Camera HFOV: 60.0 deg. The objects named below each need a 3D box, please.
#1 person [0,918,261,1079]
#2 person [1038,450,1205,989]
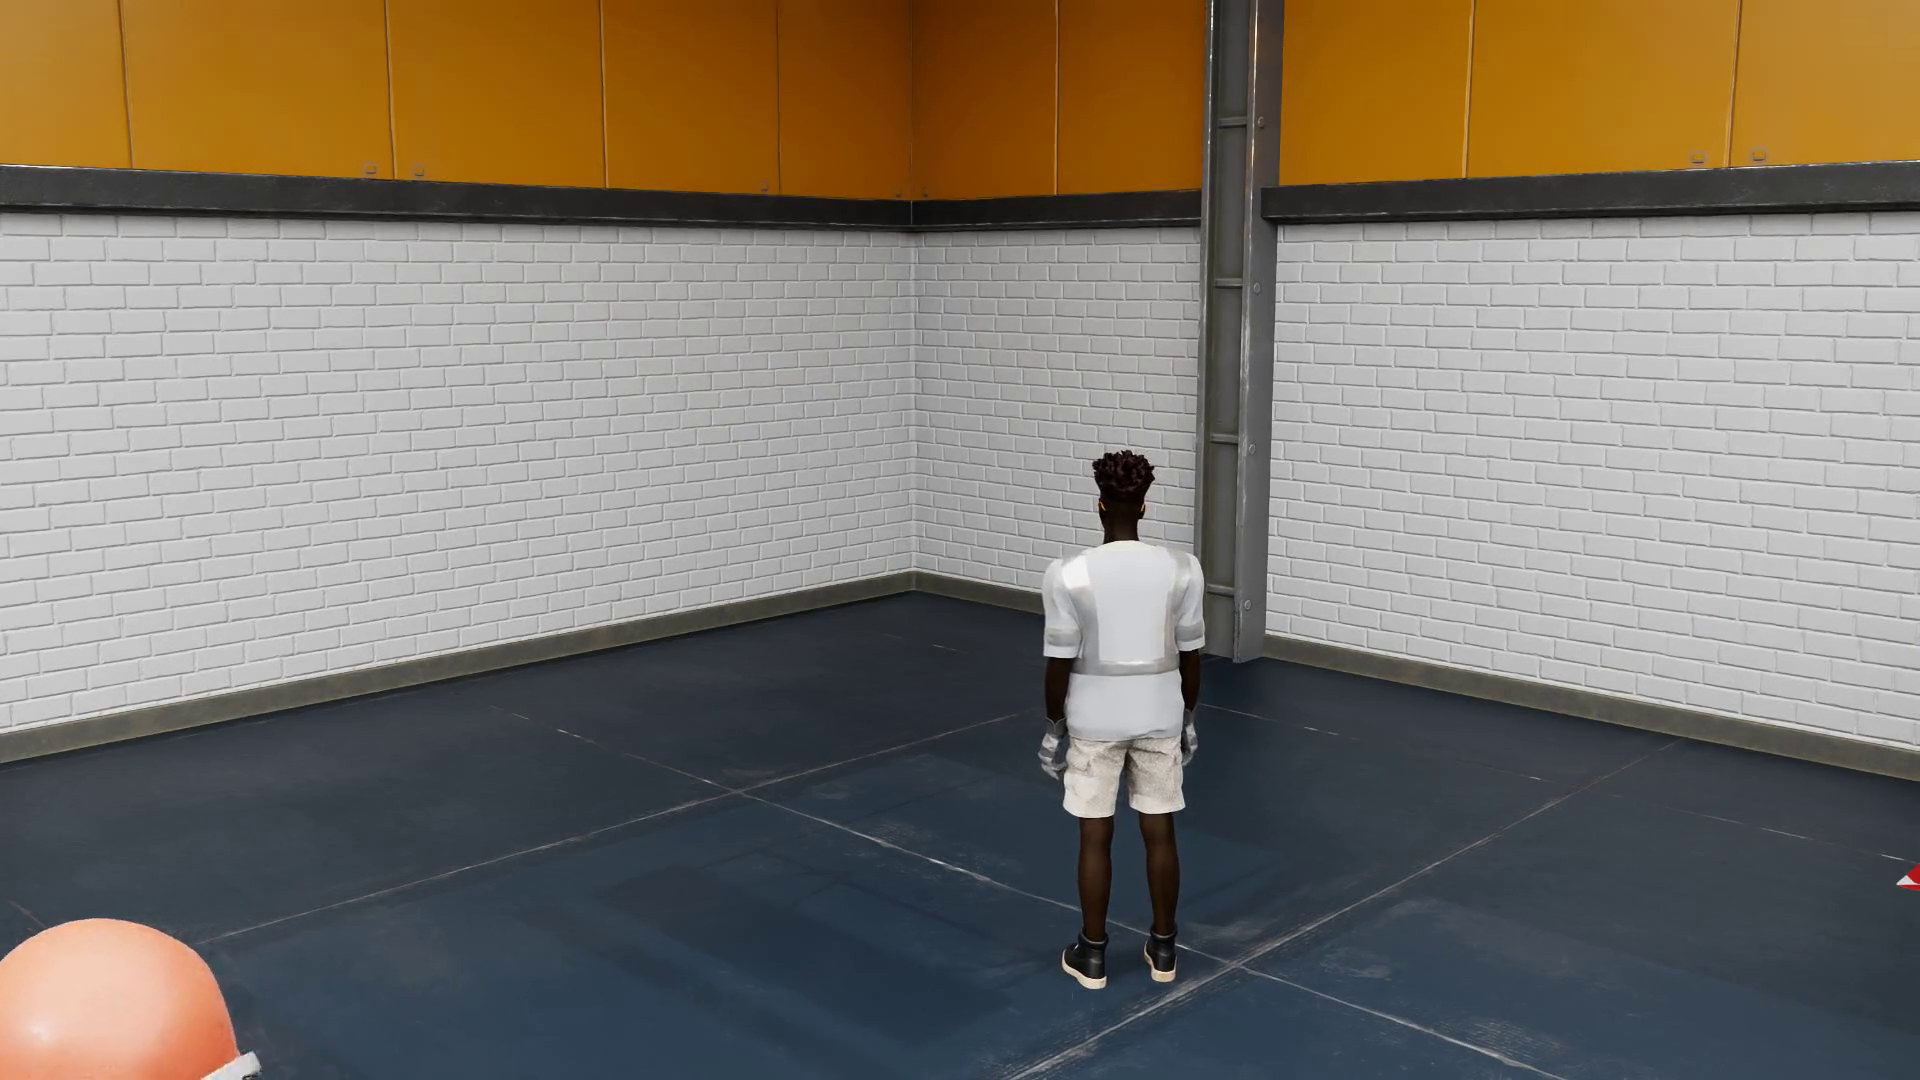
[{"bbox_3d":[-0.722,1.350,1.730,0.758,1.976,0.635,4,10,24],"label":"person"},{"bbox_3d":[0.585,0.653,6.035,0.602,1.967,0.370,-1,9,-8],"label":"person"}]
